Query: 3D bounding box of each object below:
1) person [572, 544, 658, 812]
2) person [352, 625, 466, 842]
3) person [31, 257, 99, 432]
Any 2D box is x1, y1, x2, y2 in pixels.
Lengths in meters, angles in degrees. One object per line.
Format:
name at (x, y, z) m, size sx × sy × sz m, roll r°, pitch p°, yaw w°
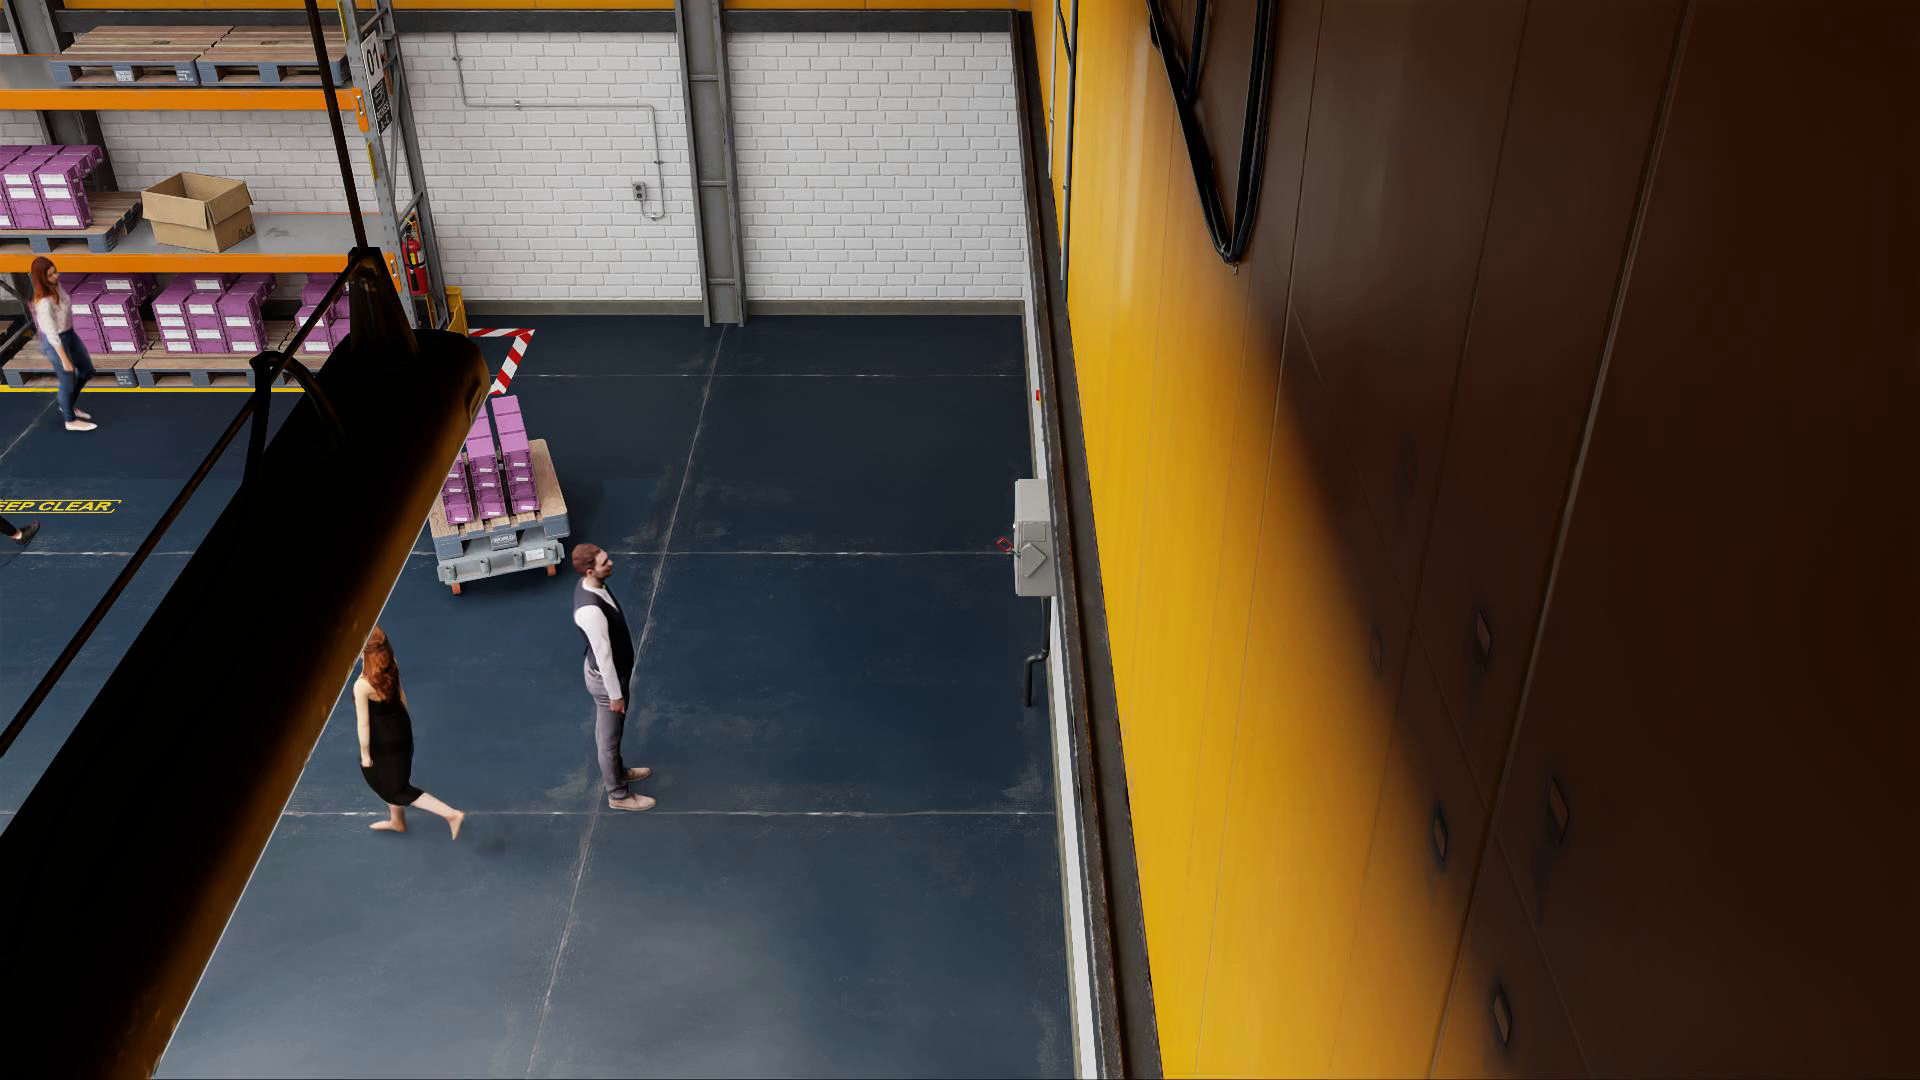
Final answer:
person at (-2.208, 0.832, 10.380) m, size 0.640 × 1.938 × 0.701 m, roll -7°, pitch 34°, yaw -10°
person at (-3.396, 1.218, 10.107) m, size 0.961 × 1.599 × 0.666 m, roll 5°, pitch 34°, yaw 8°
person at (-7.829, -1.690, 14.394) m, size 0.703 × 1.694 × 0.630 m, roll -6°, pitch 34°, yaw -9°
